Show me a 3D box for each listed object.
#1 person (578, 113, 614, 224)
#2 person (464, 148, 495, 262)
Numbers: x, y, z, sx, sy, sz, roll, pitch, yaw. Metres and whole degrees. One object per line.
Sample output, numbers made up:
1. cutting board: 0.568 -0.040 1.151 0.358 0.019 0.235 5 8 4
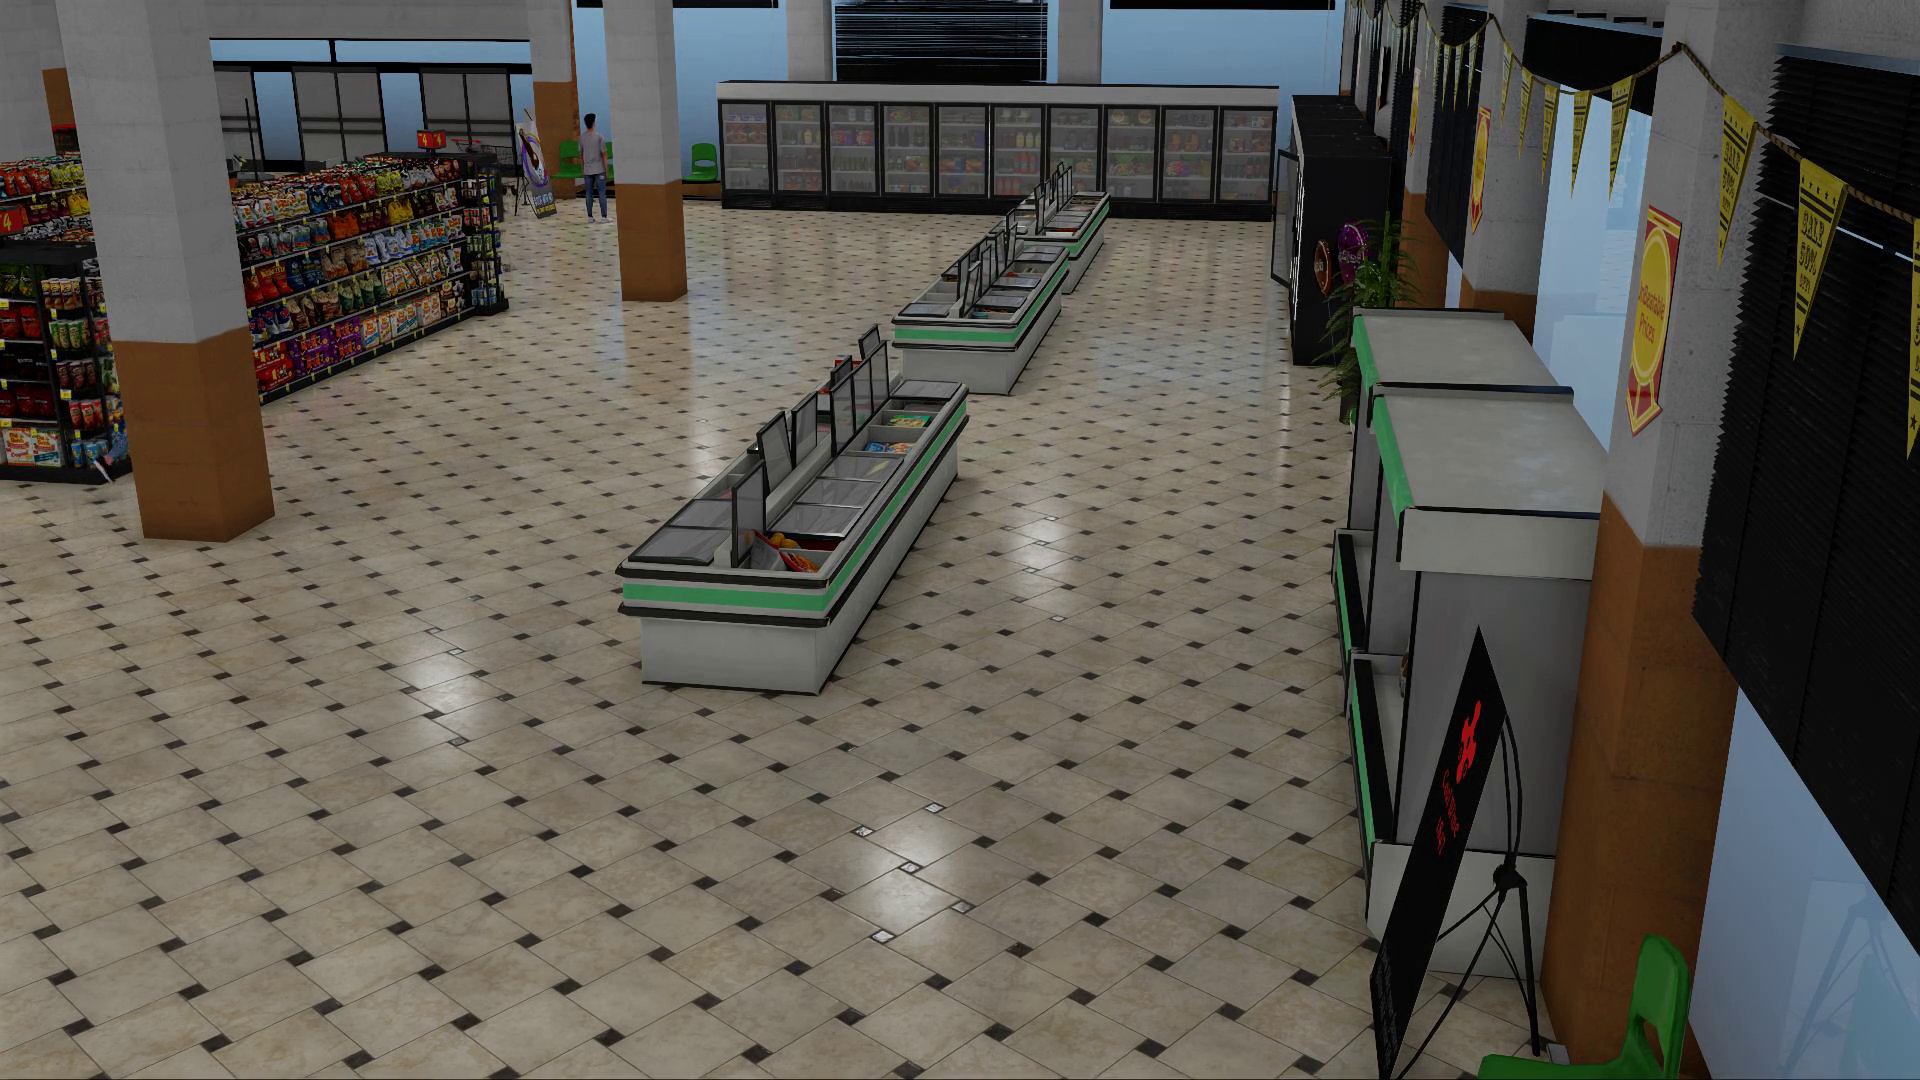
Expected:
1. person: -6.456 -6.549 29.308 0.667 1.890 0.560 4 19 11
2. person: -6.986 -4.774 24.147 1.025 1.823 0.932 -4 19 -11
